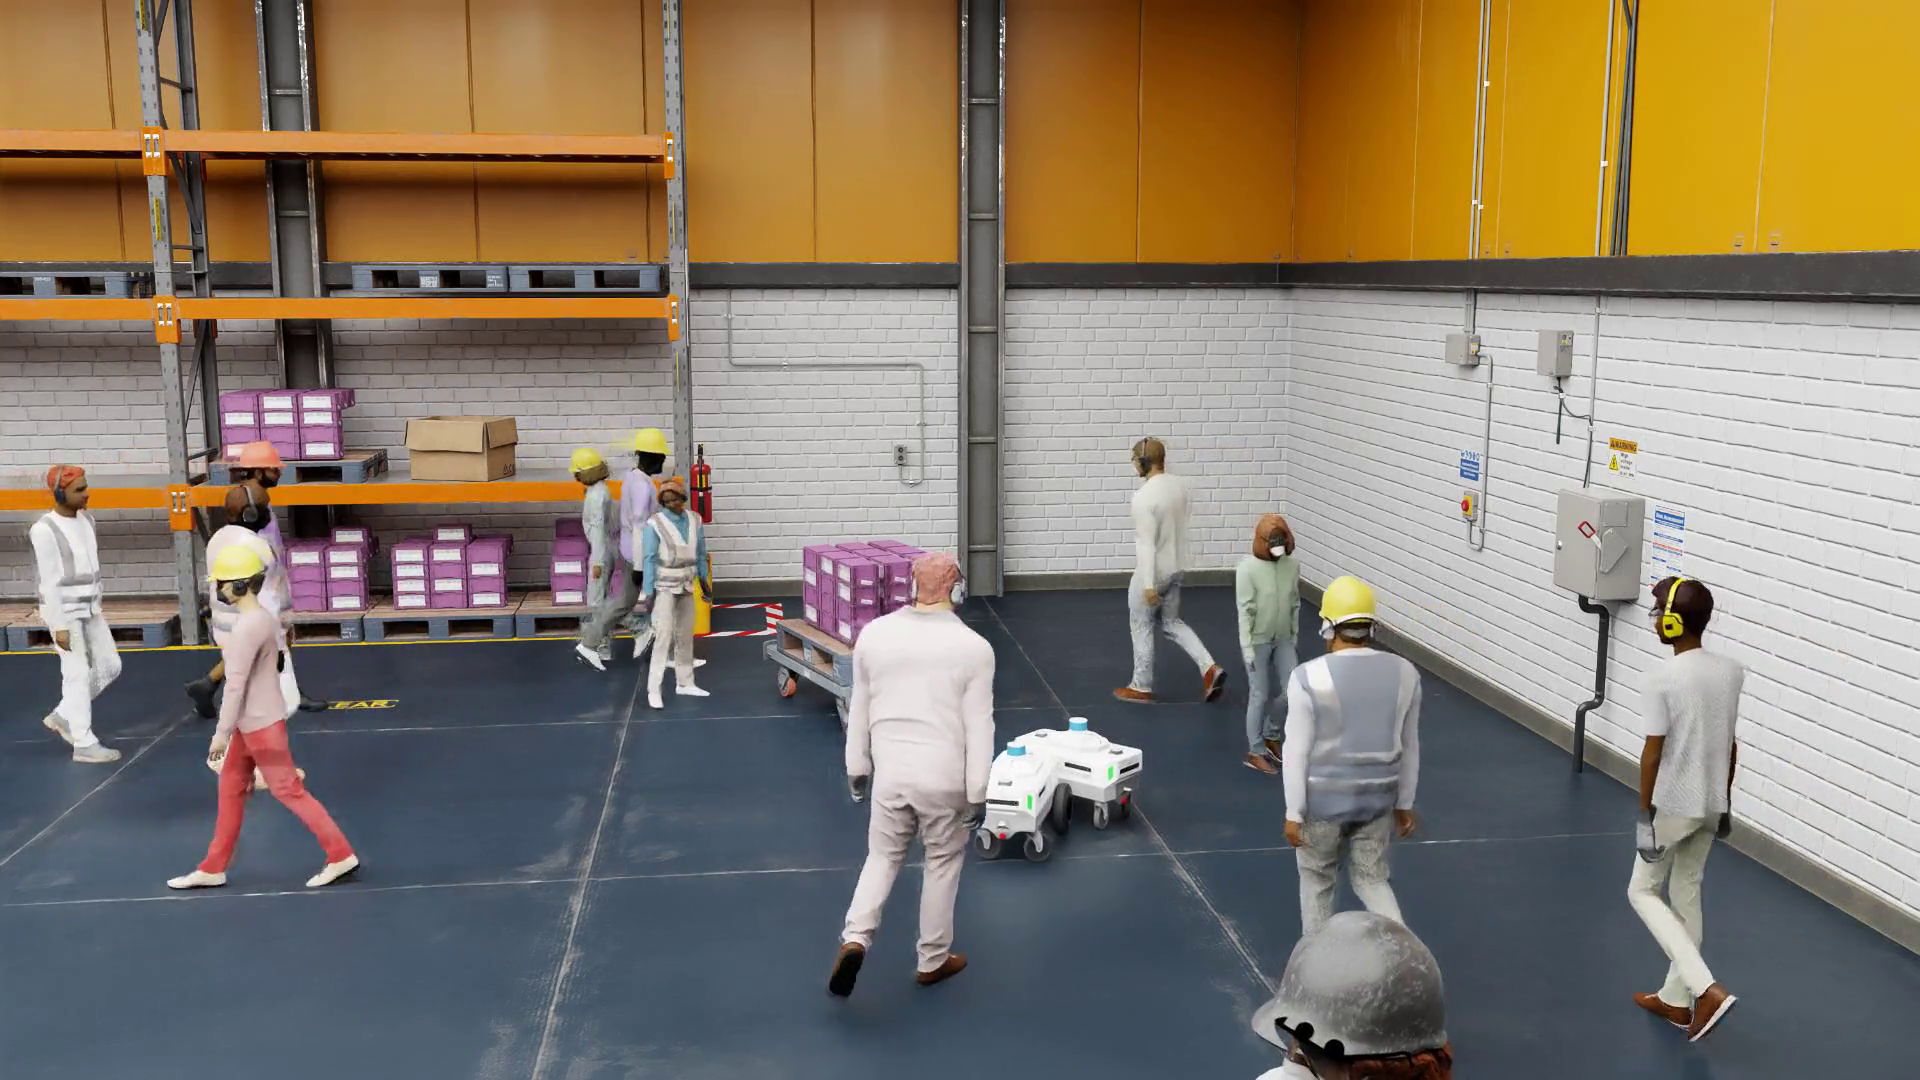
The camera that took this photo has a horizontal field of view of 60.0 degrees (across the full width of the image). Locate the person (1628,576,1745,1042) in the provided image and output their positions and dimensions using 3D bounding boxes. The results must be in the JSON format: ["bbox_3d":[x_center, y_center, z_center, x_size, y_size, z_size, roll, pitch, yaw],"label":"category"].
[{"bbox_3d":[2.894,1.073,6.541,0.531,1.853,0.529,-3,10,-19],"label":"person"}]

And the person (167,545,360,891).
[{"bbox_3d":[-3.420,0.879,8.129,0.896,1.725,0.534,-3,10,-18],"label":"person"}]

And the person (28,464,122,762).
[{"bbox_3d":[-5.482,0.459,10.275,0.450,1.870,0.583,1,9,5],"label":"person"}]

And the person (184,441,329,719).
[{"bbox_3d":[-4.800,0.285,11.254,0.822,1.919,0.551,-4,10,-21],"label":"person"}]

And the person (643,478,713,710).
[{"bbox_3d":[-2.023,0.370,11.653,0.388,1.622,0.617,6,11,34],"label":"person"}]

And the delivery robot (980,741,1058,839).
[{"bbox_3d":[0.296,1.308,8.786,0.477,0.478,0.707,2,9,14],"label":"delivery robot"}]

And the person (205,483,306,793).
[{"bbox_3d":[-4.113,0.583,9.629,0.507,1.831,0.645,-9,13,-44],"label":"person"}]

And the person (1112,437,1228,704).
[{"bbox_3d":[1.450,0.235,11.550,0.754,1.913,0.642,7,11,36],"label":"person"}]

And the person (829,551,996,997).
[{"bbox_3d":[-0.207,0.998,6.908,0.682,1.869,0.701,4,10,25],"label":"person"}]

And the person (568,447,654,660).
[{"bbox_3d":[-2.721,0.124,12.850,0.563,1.713,0.535,-2,9,-13],"label":"person"}]

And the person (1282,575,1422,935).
[{"bbox_3d":[1.610,1.061,6.739,0.605,1.812,0.700,-2,9,-15],"label":"person"}]

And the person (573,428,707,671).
[{"bbox_3d":[-2.472,0.080,12.628,0.951,1.884,0.577,-3,10,-20],"label":"person"}]

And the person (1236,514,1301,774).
[{"bbox_3d":[1.857,0.631,10.045,0.508,1.610,0.364,-5,10,-29],"label":"person"}]

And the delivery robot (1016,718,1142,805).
[{"bbox_3d":[0.659,1.233,9.256,0.707,0.478,0.477,8,12,40],"label":"delivery robot"}]
